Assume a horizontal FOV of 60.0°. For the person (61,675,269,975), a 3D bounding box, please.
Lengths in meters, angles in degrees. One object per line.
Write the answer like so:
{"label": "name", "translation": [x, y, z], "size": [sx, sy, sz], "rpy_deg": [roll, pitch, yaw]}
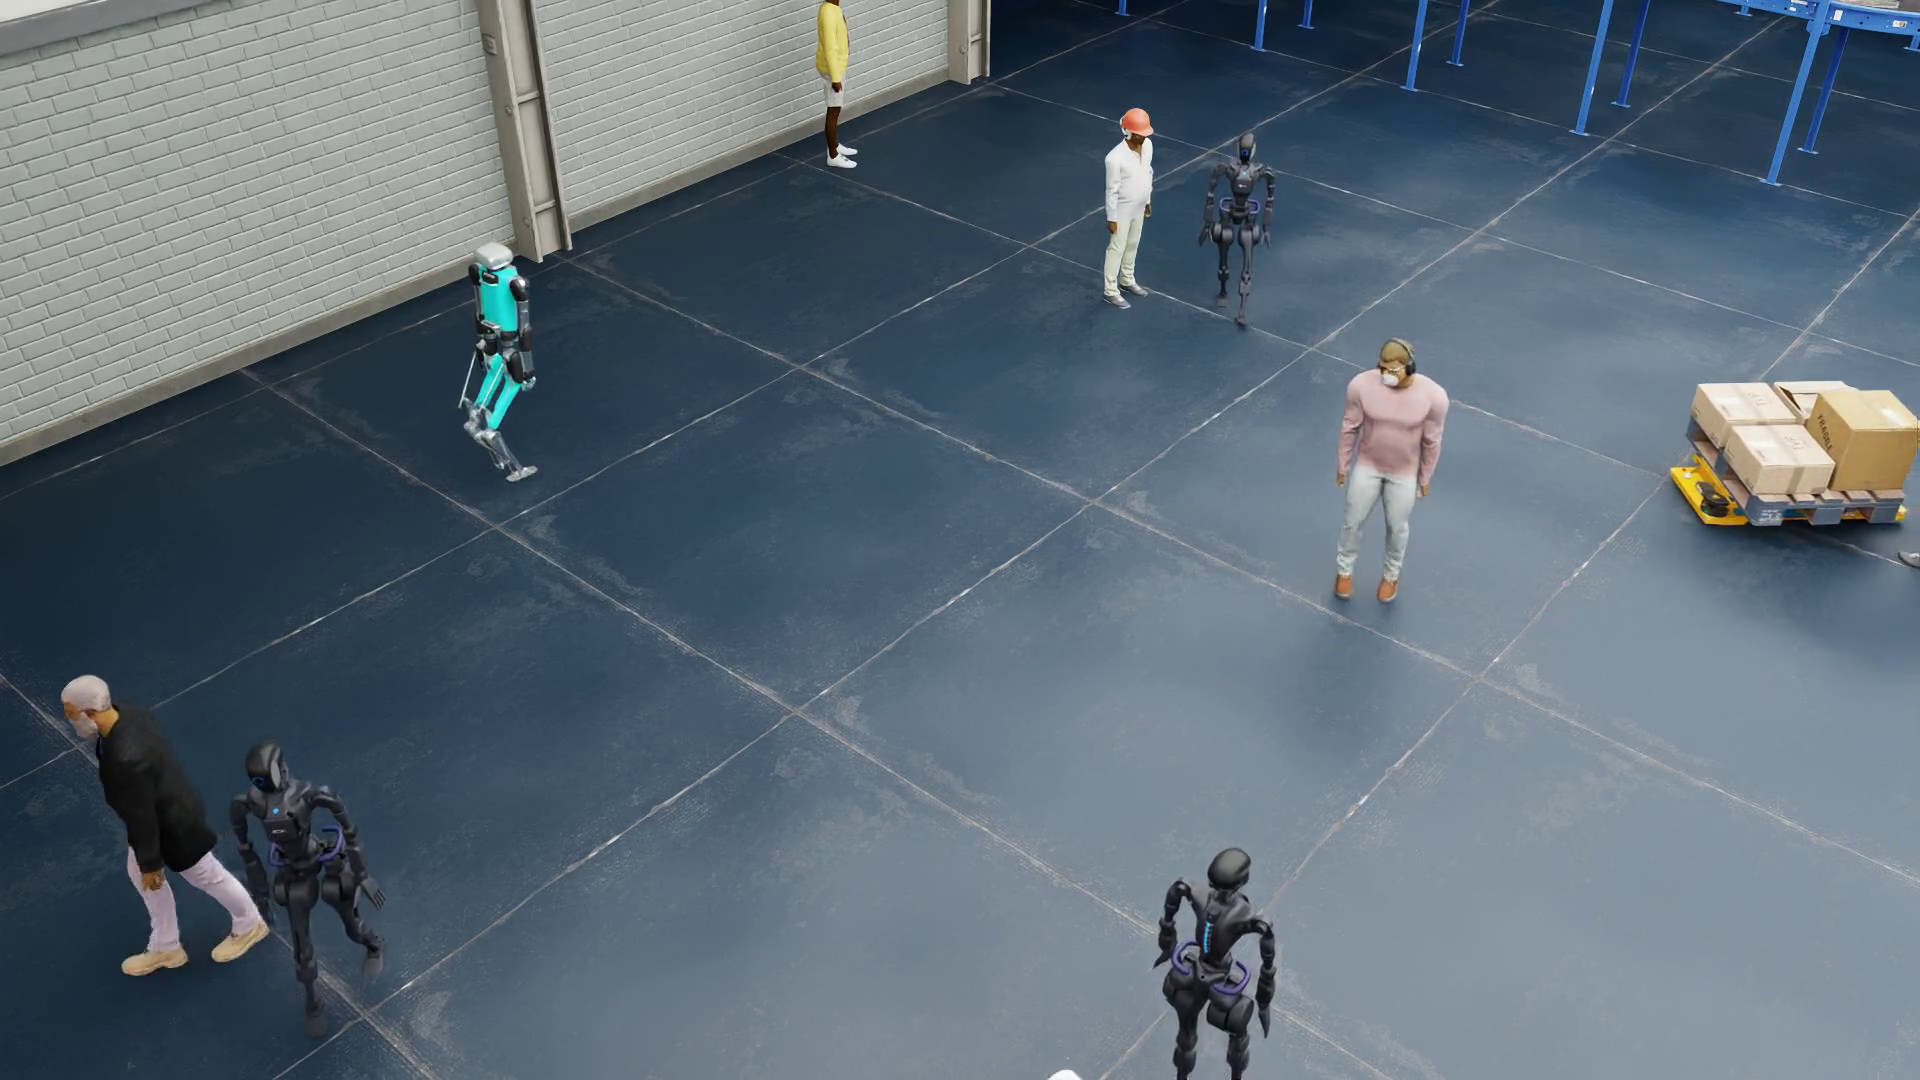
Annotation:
{"label": "person", "translation": [-3.954, 1.410, 8.073], "size": [0.803, 1.804, 0.640], "rpy_deg": [-19, 40, -25]}

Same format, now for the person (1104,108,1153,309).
{"label": "person", "translation": [1.443, -2.815, 14.068], "size": [0.347, 1.745, 0.563], "rpy_deg": [26, 43, 32]}

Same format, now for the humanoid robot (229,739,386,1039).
{"label": "humanoid robot", "translation": [-3.072, 1.613, 7.934], "size": [0.610, 1.646, 0.610], "rpy_deg": [-3, 36, -4]}

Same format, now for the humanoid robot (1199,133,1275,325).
{"label": "humanoid robot", "translation": [2.313, -2.606, 13.851], "size": [0.614, 1.629, 0.718], "rpy_deg": [5, 36, 8]}

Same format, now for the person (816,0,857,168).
{"label": "person", "translation": [-1.239, -4.677, 16.551], "size": [0.376, 1.899, 0.543], "rpy_deg": [0, 35, 0]}

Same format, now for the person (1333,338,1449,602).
{"label": "person", "translation": [2.705, -0.439, 10.595], "size": [0.625, 1.924, 0.447], "rpy_deg": [14, 38, 19]}

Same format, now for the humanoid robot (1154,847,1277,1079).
{"label": "humanoid robot", "translation": [1.134, 1.948, 7.439], "size": [0.599, 1.653, 0.409], "rpy_deg": [22, 41, 27]}

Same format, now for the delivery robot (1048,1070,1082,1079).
{"label": "delivery robot", "translation": [0.341, 2.699, 7.339], "size": [0.767, 0.581, 0.499], "rpy_deg": [-29, 45, -34]}

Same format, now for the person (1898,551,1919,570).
{"label": "person", "translation": [6.658, -0.577, 10.842], "size": [0.568, 1.840, 0.373], "rpy_deg": [-15, 38, -19]}

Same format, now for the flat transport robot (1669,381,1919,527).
{"label": "flat transport robot", "translation": [5.923, -0.373, 11.911], "size": [1.431, 0.231, 0.659], "rpy_deg": [-1, 35, -2]}

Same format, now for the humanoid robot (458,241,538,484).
{"label": "humanoid robot", "translation": [-3.339, -1.190, 11.792], "size": [0.530, 1.769, 0.702], "rpy_deg": [22, 41, 28]}
